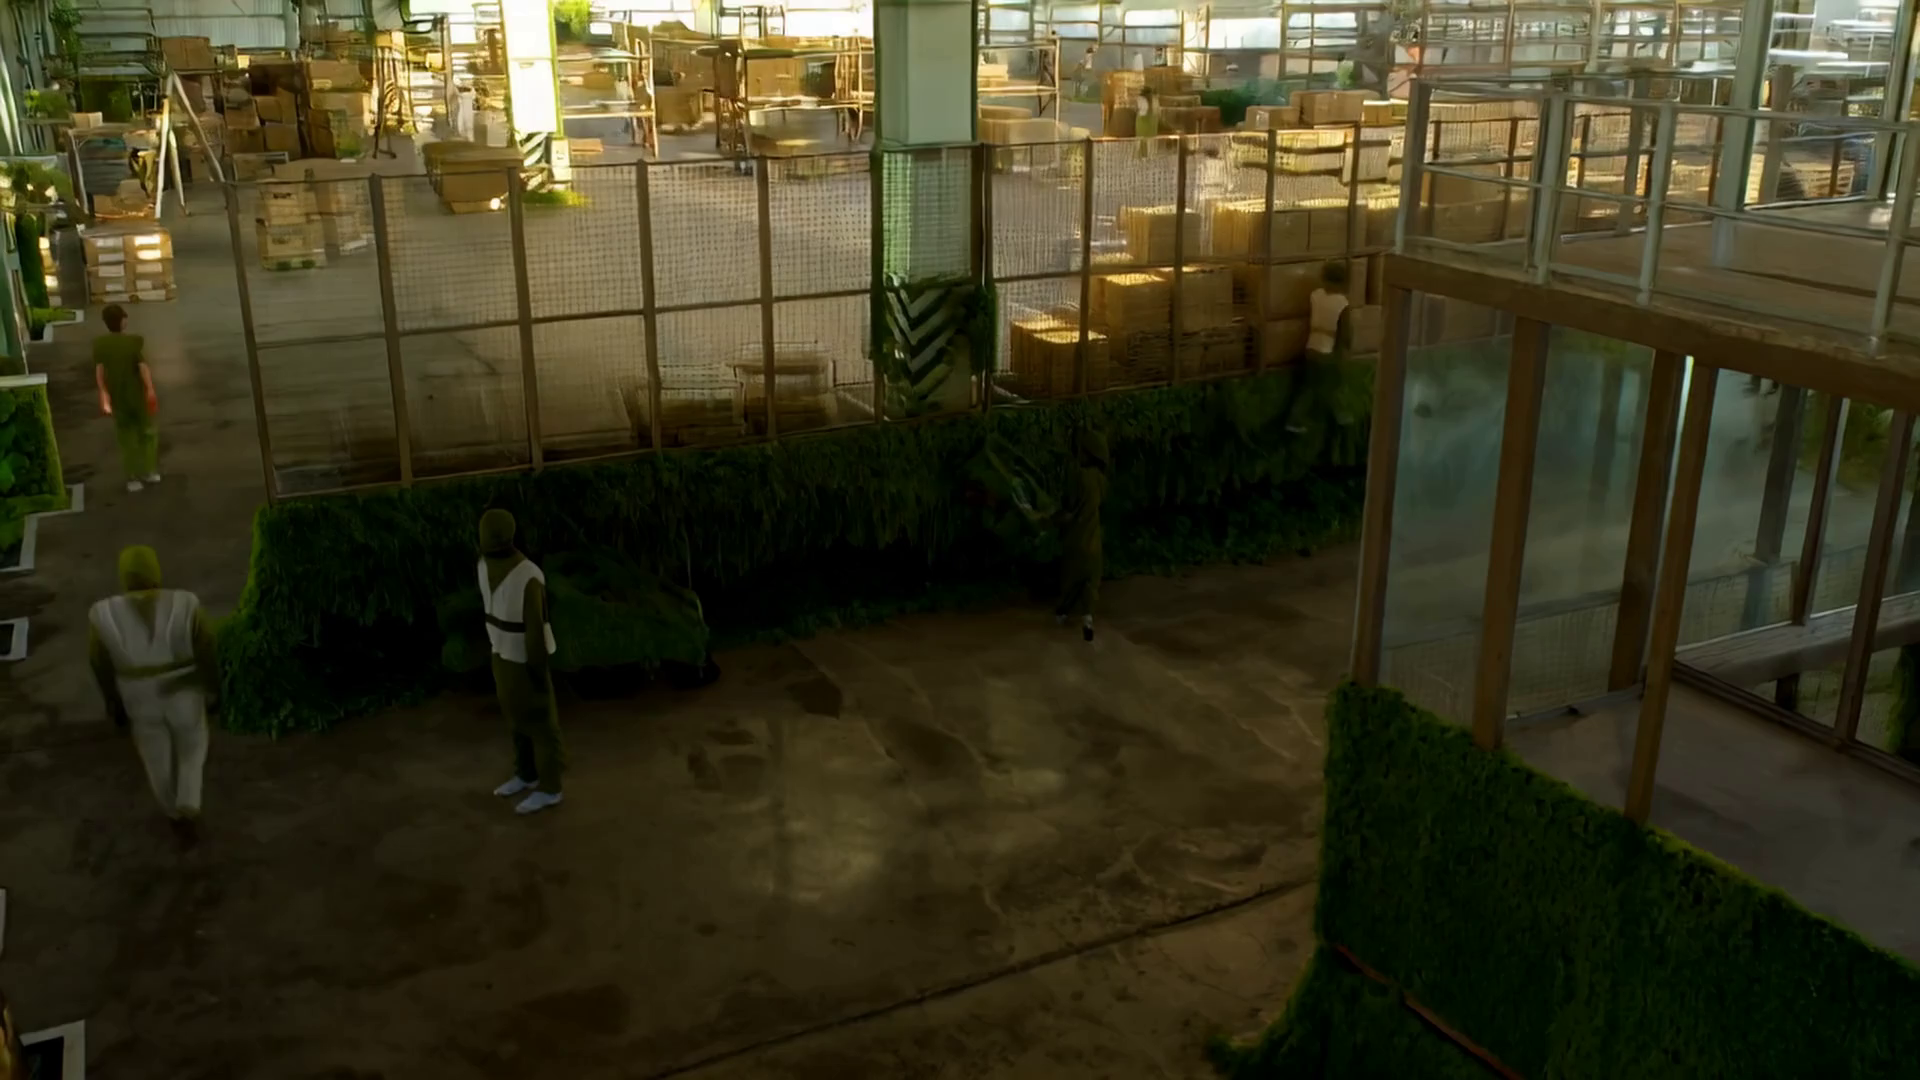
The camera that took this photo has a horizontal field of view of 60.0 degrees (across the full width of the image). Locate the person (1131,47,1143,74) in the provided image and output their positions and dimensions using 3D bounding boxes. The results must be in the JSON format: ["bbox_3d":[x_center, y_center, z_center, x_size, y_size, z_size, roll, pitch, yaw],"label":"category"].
[{"bbox_3d":[6.957,-18.197,64.840,1.012,1.937,0.644,10,21,27],"label":"person"}]

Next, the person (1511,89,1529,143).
[{"bbox_3d":[14.622,-10.803,43.503,0.650,1.880,1.043,-9,21,-25],"label":"person"}]

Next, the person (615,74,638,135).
[{"bbox_3d":[-10.216,-13.361,51.008,0.649,1.816,0.631,7,20,19],"label":"person"}]

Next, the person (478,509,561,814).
[{"bbox_3d":[-2.673,0.714,10.077,0.584,1.911,0.392,17,25,40],"label":"person"}]

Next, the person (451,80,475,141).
[{"bbox_3d":[-13.814,-11.816,46.361,0.630,1.932,0.361,-14,24,-35],"label":"person"}]

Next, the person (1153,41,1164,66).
[{"bbox_3d":[8.481,-20.464,71.505,0.555,1.888,0.982,11,22,29],"label":"person"}]

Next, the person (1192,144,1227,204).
[{"bbox_3d":[4.600,-6.390,30.779,0.600,1.830,0.977,-3,19,-9],"label":"person"}]

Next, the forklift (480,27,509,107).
[{"bbox_3d":[-16.857,-17.371,61.027,1.129,2.768,1.873,14,24,35],"label":"forklift"}]

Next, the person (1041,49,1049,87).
[{"bbox_3d":[3.497,-19.556,69.153,0.322,1.692,0.533,13,23,33],"label":"person"}]

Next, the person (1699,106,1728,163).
[{"bbox_3d":[17.449,-9.061,38.444,0.581,1.889,0.998,-2,19,-5],"label":"person"}]

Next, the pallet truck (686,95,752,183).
[{"bbox_3d":[-5.836,-9.608,39.856,0.823,1.965,1.885,10,22,27],"label":"pallet truck"}]

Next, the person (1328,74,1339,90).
[{"bbox_3d":[12.097,-14.280,53.944,0.312,1.636,0.520,-7,20,-20],"label":"person"}]

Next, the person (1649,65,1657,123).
[{"bbox_3d":[22.666,-14.689,54.803,1.014,1.863,0.643,-10,22,-28],"label":"person"}]

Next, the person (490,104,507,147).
[{"bbox_3d":[-10.993,-9.358,39.319,0.776,1.880,0.592,3,19,7],"label":"person"}]

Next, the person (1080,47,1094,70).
[{"bbox_3d":[5.444,-20.306,71.378,0.549,1.655,0.850,-9,21,-25],"label":"person"}]

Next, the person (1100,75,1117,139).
[{"bbox_3d":[4.443,-12.941,49.734,0.526,1.859,0.316,14,23,34],"label":"person"}]

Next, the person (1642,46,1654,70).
[{"bbox_3d":[28.657,-19.658,69.339,0.315,1.769,0.525,-11,22,-28],"label":"person"}]

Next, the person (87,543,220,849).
[{"bbox_3d":[-4.639,0.905,9.653,0.637,1.819,0.782,-6,20,-17],"label":"person"}]

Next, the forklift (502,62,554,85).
[{"bbox_3d":[-18.545,-20.815,71.009,1.129,2.768,1.873,18,26,42],"label":"forklift"}]

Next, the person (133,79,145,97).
[{"bbox_3d":[-25.344,-13.406,51.418,0.529,1.629,0.323,6,20,17],"label":"person"}]

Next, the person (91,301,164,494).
[{"bbox_3d":[-8.125,-1.402,16.276,0.581,1.854,0.633,-2,19,-5],"label":"person"}]

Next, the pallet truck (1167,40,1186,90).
[{"bbox_3d":[9.045,-19.971,69.895,0.823,1.965,1.885,-3,19,-8],"label":"pallet truck"}]

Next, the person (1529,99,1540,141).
[{"bbox_3d":[17.049,-12.441,48.588,0.545,1.636,0.891,14,23,35],"label":"person"}]

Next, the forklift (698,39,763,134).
[{"bbox_3d":[-7.115,-13.967,51.159,1.873,2.768,1.129,0,19,1],"label":"forklift"}]

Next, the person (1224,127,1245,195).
[{"bbox_3d":[5.383,-7.158,32.828,0.387,1.949,0.602,3,19,10],"label":"person"}]

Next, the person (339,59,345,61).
[{"bbox_3d":[-21.300,-15.662,57.571,0.601,1.889,0.908,8,21,22],"label":"person"}]

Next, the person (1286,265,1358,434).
[{"bbox_3d":[4.018,-2.086,18.261,1.019,1.873,0.587,-15,24,-36],"label":"person"}]

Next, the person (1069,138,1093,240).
[{"bbox_3d":[2.286,-6.630,31.414,0.354,1.877,0.574,-15,24,-37],"label":"person"}]

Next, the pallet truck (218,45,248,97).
[{"bbox_3d":[-28.879,-18.665,66.111,0.823,1.965,1.885,-3,19,-9],"label":"pallet truck"}]

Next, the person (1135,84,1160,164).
[{"bbox_3d":[4.841,-10.873,43.455,0.679,2.000,0.537,-11,22,-28],"label":"person"}]

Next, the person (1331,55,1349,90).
[{"bbox_3d":[13.620,-16.370,59.573,0.644,1.922,0.612,9,21,25],"label":"person"}]
